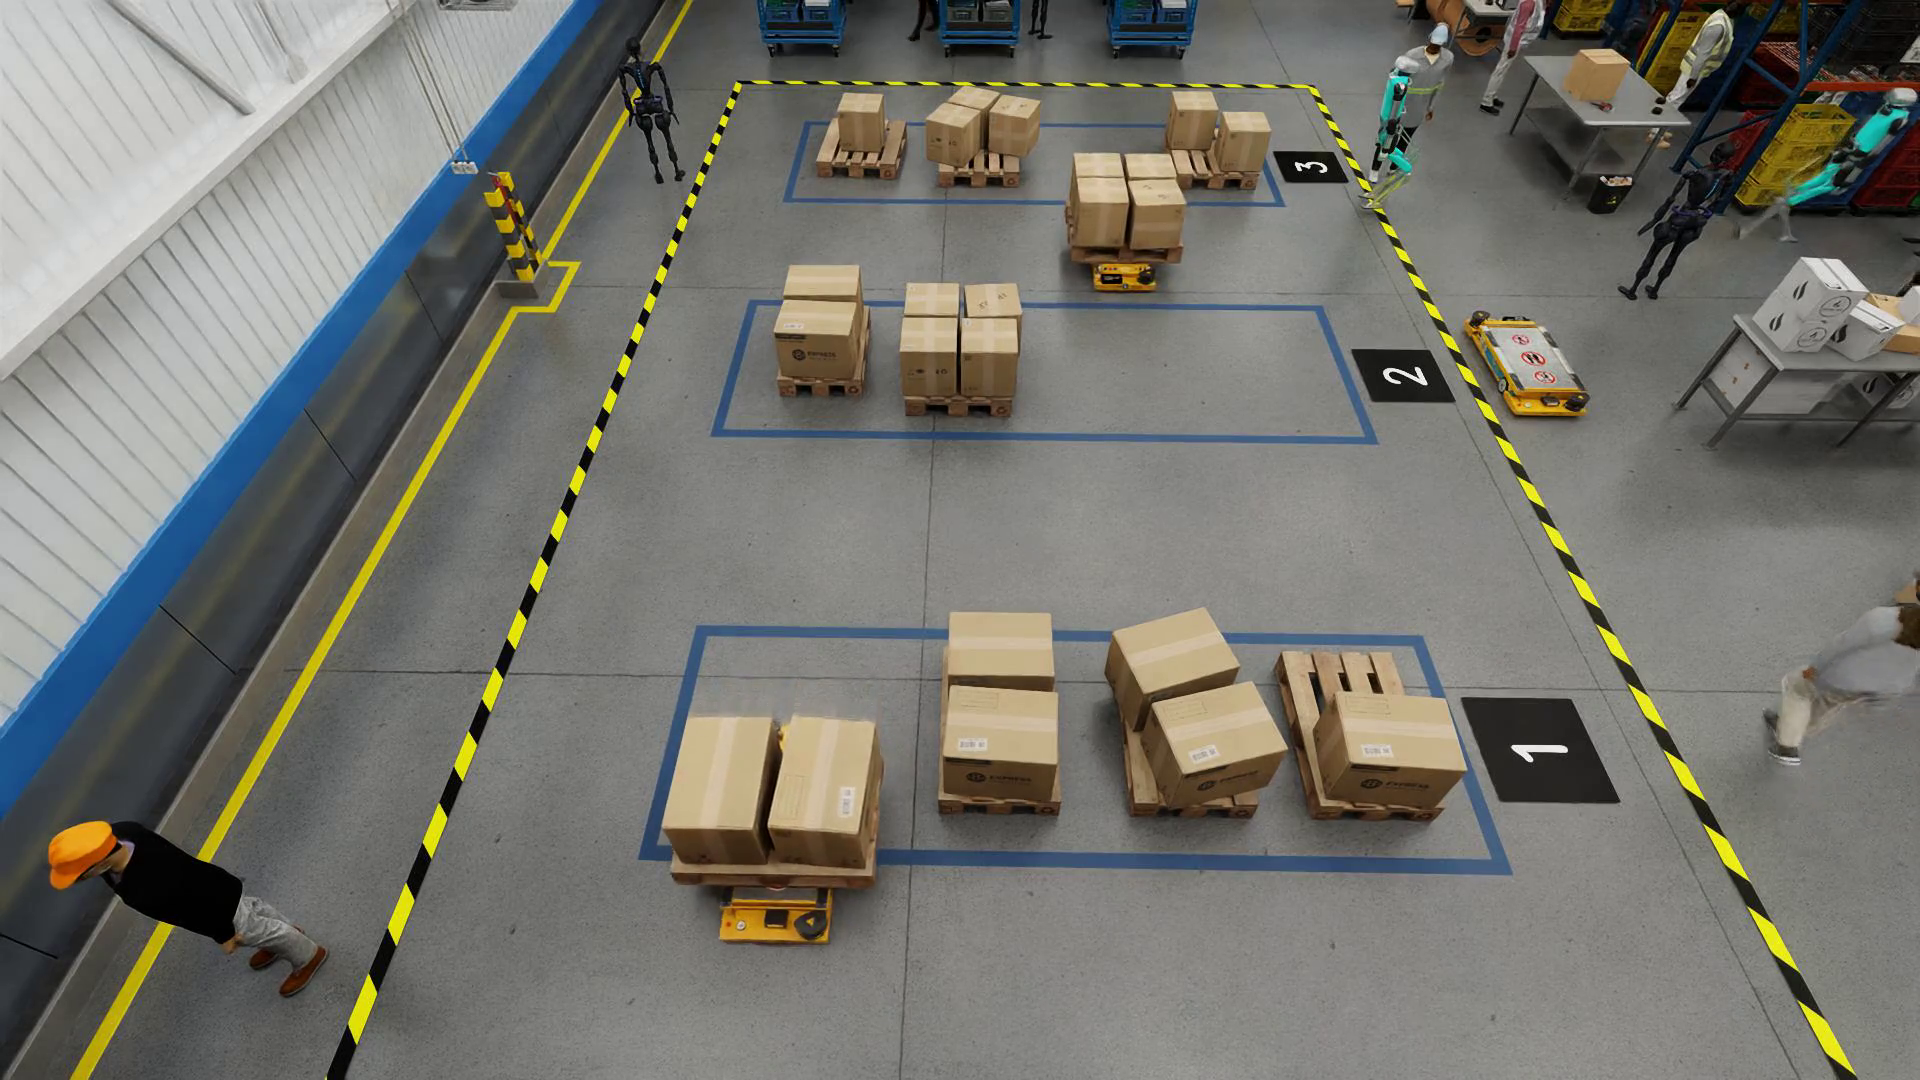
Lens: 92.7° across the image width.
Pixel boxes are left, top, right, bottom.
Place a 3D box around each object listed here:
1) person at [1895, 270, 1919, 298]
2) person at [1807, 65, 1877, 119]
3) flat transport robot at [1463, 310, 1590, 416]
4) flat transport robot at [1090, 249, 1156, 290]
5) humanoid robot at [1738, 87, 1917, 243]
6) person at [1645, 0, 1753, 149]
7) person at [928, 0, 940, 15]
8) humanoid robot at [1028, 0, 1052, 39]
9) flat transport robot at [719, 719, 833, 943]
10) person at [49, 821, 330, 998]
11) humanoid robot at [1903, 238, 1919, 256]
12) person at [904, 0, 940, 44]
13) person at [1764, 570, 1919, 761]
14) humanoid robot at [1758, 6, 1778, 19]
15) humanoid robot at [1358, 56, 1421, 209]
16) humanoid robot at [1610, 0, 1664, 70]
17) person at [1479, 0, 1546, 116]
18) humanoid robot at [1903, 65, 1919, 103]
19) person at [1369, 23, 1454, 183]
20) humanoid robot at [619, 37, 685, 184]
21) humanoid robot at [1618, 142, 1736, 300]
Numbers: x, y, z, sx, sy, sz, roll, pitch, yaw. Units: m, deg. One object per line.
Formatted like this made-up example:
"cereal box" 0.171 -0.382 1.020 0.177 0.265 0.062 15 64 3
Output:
"person" 9.663 -2.789 8.800 0.905 2.009 0.625 8 50 7
"person" 11.244 -5.856 11.534 0.356 1.883 0.572 4 49 4
"flat transport robot" 5.573 -1.757 9.054 0.659 0.231 1.431 1 49 1
"flat transport robot" 1.807 -3.318 10.387 0.652 0.197 1.431 1 49 1
"humanoid robot" 9.413 -4.072 10.120 0.889 1.824 0.548 9 50 8
"person" 9.400 -5.989 11.681 0.429 1.838 0.621 28 55 22
"person" -0.368 -9.489 14.683 0.350 1.893 0.700 -37 58 -27
"humanoid robot" 1.281 -8.664 14.091 0.315 1.657 0.599 -23 53 -19
"flat transport robot" -1.110 1.833 5.928 0.652 0.197 1.431 1 49 1
"person" -3.981 1.925 4.802 0.585 1.879 0.382 27 54 22
"humanoid robot" 11.081 -3.892 9.960 0.315 1.657 0.599 13 50 11
"person" -0.592 -8.642 13.925 0.963 1.904 0.730 -32 56 -25
"person" 5.715 0.840 5.826 0.577 1.747 0.495 9 50 8
"humanoid robot" 13.265 -9.158 14.527 0.587 1.652 0.326 -2 49 -2
"humanoid robot" 5.049 -4.604 10.458 0.735 1.677 0.533 9 50 8
"humanoid robot" 8.655 -6.318 12.090 0.602 1.644 0.519 -28 55 -22
"person" 7.521 -6.718 12.317 0.404 1.827 0.590 29 55 23
"humanoid robot" 11.995 -5.547 11.385 0.770 1.804 0.541 7 49 6
"person" 5.425 -5.205 10.993 0.587 1.849 0.396 1 49 1
"humanoid robot" -3.737 -5.169 11.066 0.599 1.657 0.315 -7 50 -6
"humanoid robot" 7.385 -3.253 9.407 0.599 1.657 0.315 2 49 2
